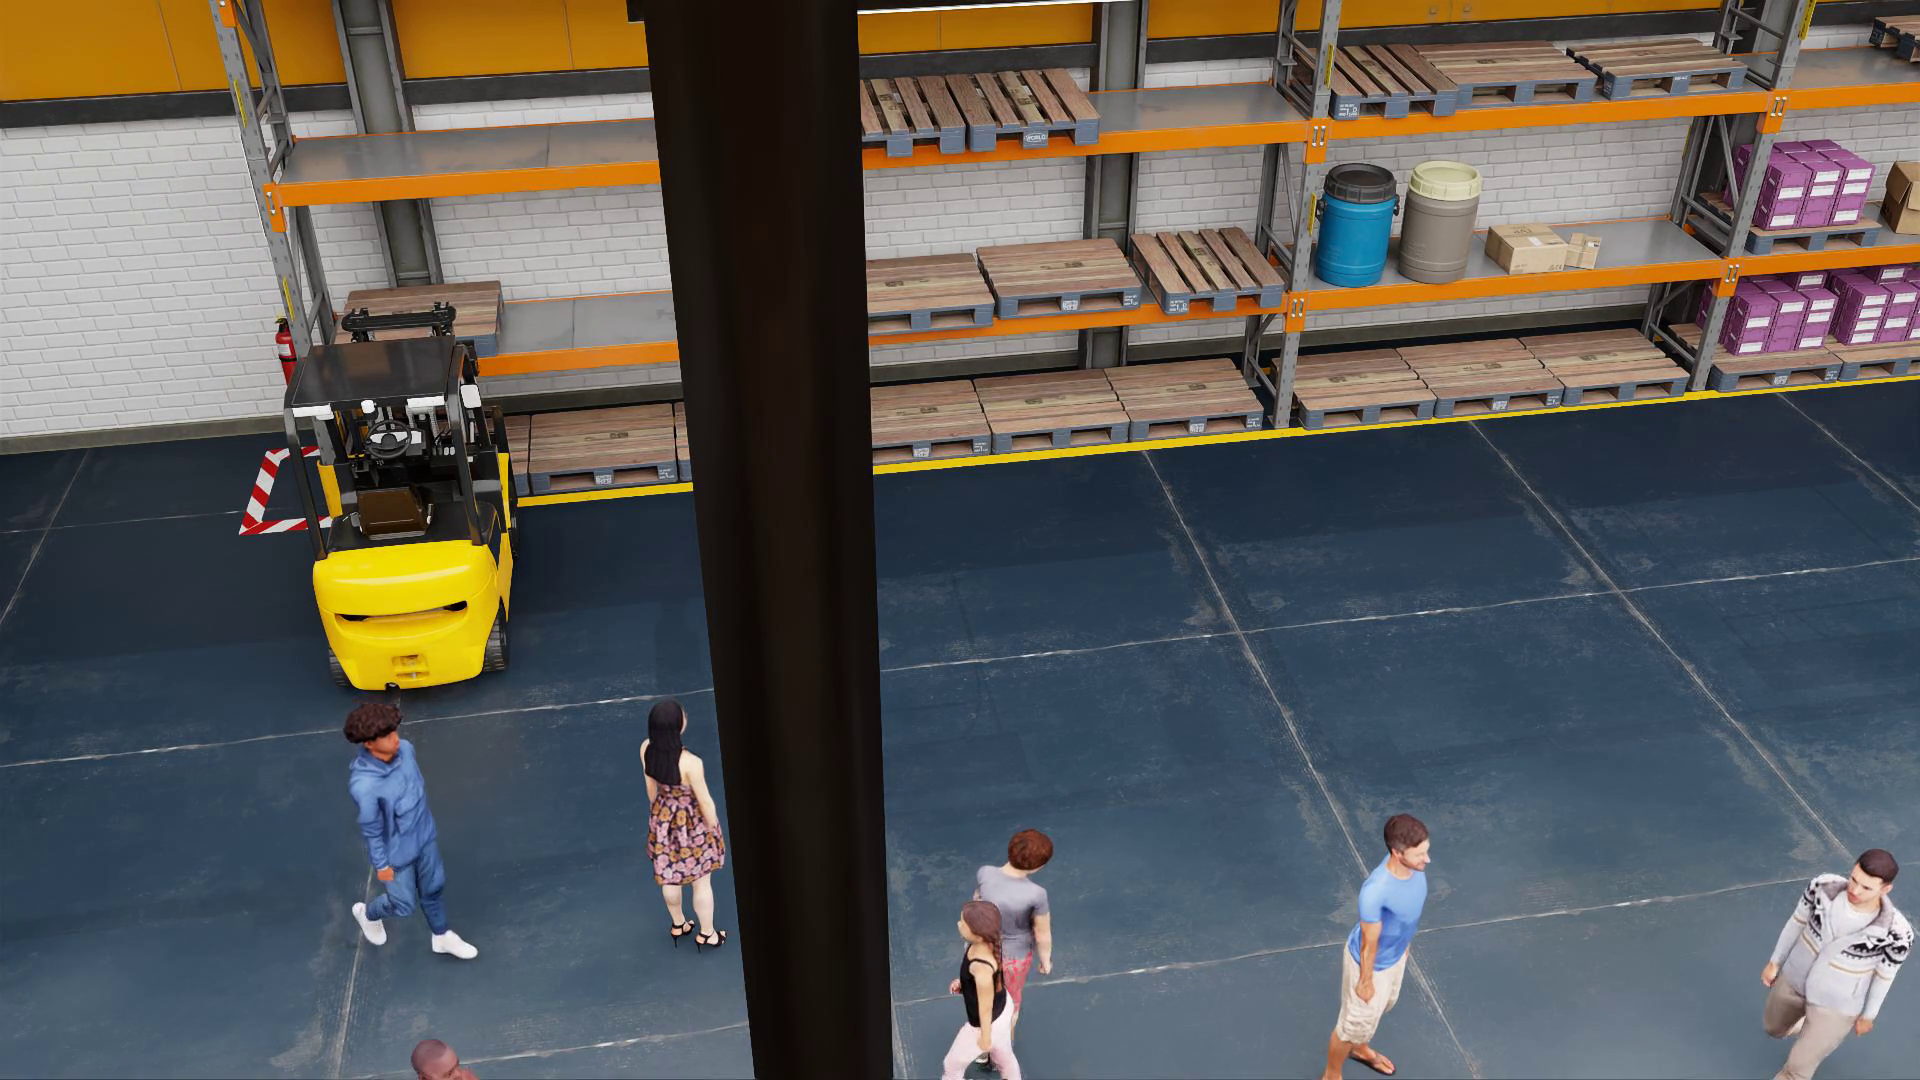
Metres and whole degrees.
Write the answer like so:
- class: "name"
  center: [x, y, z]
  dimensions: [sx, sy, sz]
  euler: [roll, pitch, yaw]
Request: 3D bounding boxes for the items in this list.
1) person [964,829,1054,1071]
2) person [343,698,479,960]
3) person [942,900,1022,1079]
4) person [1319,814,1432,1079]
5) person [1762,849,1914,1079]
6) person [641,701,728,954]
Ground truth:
- class: "person"
  center: [0.202, 2.168, 8.496]
  dimensions: [0.780, 1.618, 0.846]
  euler: [12, 35, 17]
- class: "person"
  center: [-3.144, 1.625, 9.153]
  dimensions: [1.072, 1.795, 0.939]
  euler: [11, 35, 16]
- class: "person"
  center: [0.201, 2.378, 8.255]
  dimensions: [0.946, 1.535, 0.750]
  euler: [10, 35, 14]
- class: "person"
  center: [2.109, 2.086, 8.398]
  dimensions: [0.787, 1.862, 0.707]
  euler: [25, 41, 32]
- class: "person"
  center: [4.327, 2.189, 8.266]
  dimensions: [1.161, 1.837, 0.934]
  euler: [-19, 38, -26]
- class: "person"
  center: [-1.533, 1.595, 9.217]
  dimensions: [0.788, 1.775, 0.862]
  euler: [15, 37, 22]
